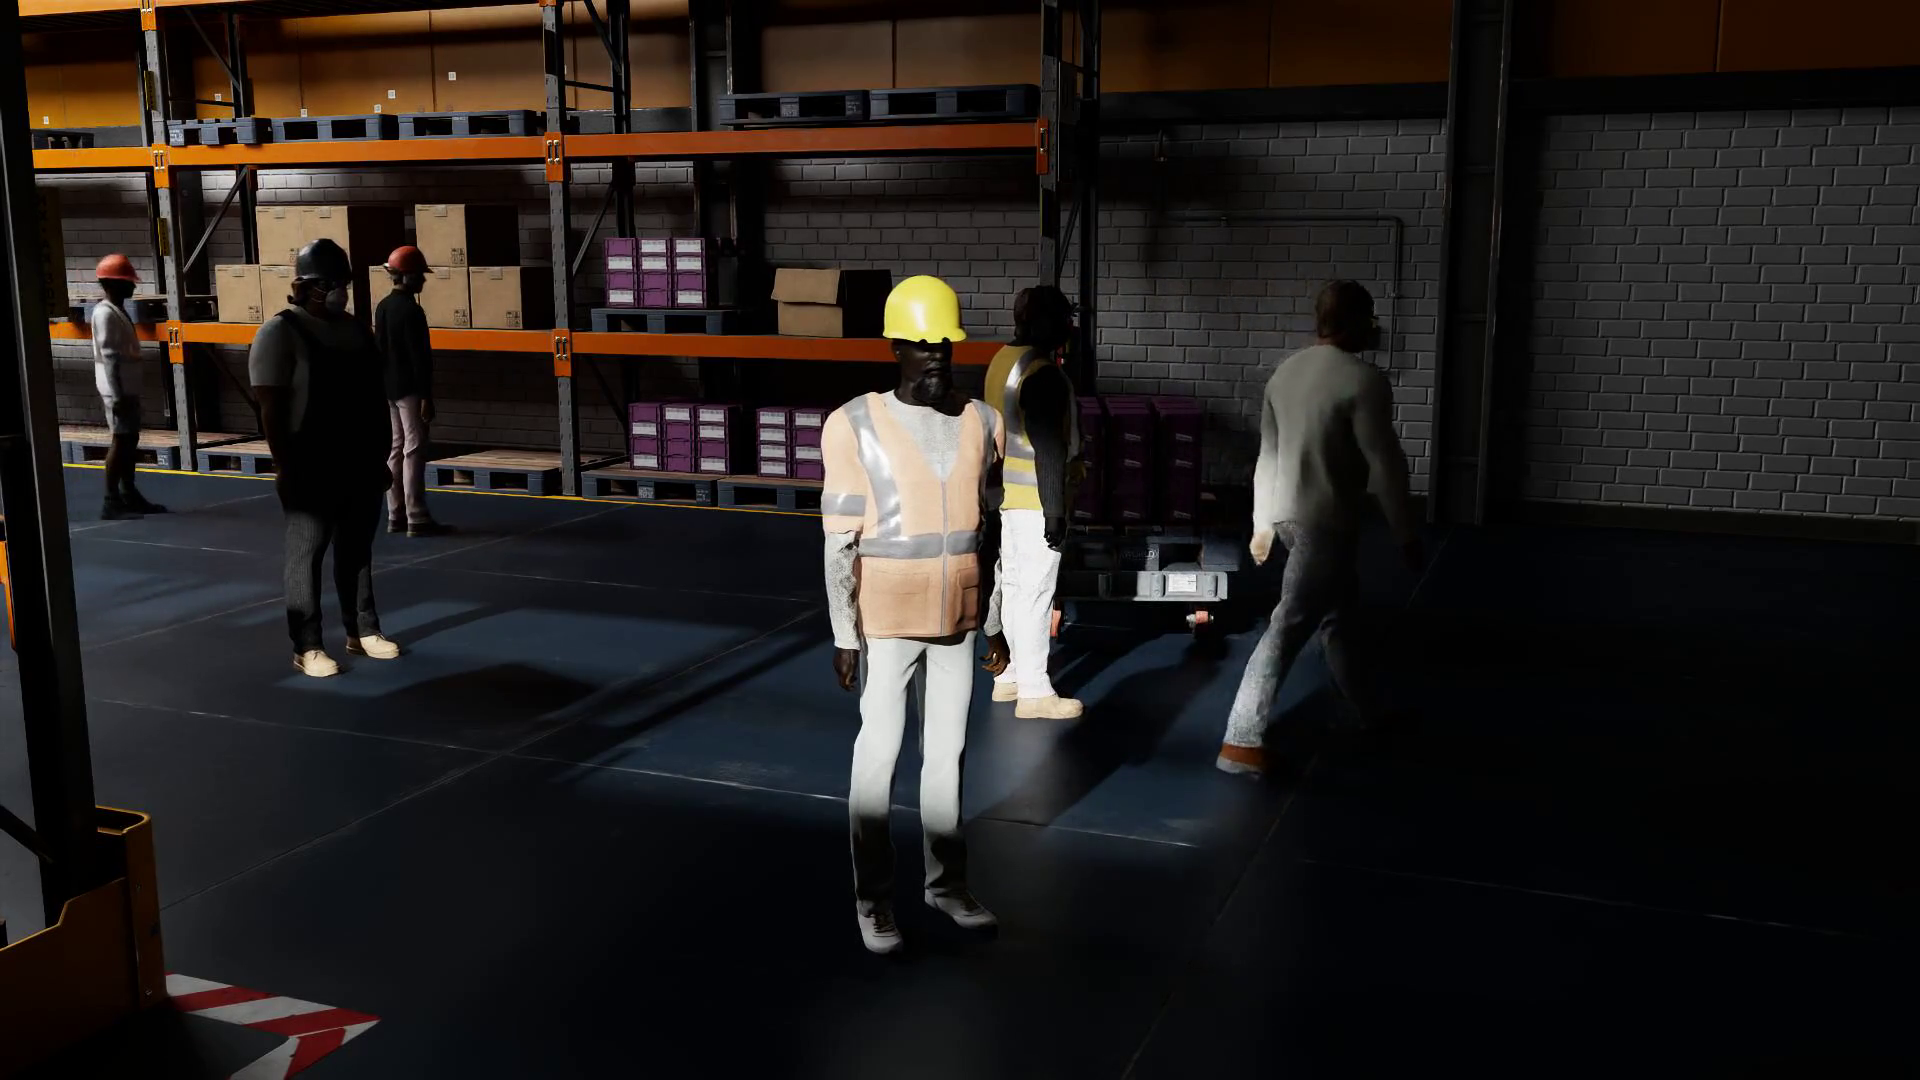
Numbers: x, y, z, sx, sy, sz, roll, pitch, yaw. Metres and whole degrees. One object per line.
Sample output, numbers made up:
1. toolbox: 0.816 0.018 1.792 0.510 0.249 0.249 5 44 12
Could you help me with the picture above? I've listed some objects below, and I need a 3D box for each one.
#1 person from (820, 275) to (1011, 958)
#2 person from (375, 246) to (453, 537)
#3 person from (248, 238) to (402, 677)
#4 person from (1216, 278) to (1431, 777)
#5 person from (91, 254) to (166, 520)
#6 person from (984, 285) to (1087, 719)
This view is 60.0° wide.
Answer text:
1. person: -0.110 0.214 4.784 0.587 1.928 0.362 -6 12 -31
2. person: -3.788 -1.020 11.476 0.402 1.990 0.622 -9 14 -42
3. person: -2.936 -0.396 7.868 0.535 2.000 0.673 6 12 28
4. person: 1.405 -0.045 6.375 1.040 1.887 0.647 -4 11 -20
5. person: -6.110 -1.114 12.171 0.361 1.941 0.551 -3 11 -17
6. person: 0.327 -0.166 7.141 0.429 1.841 0.634 -3 11 -17
